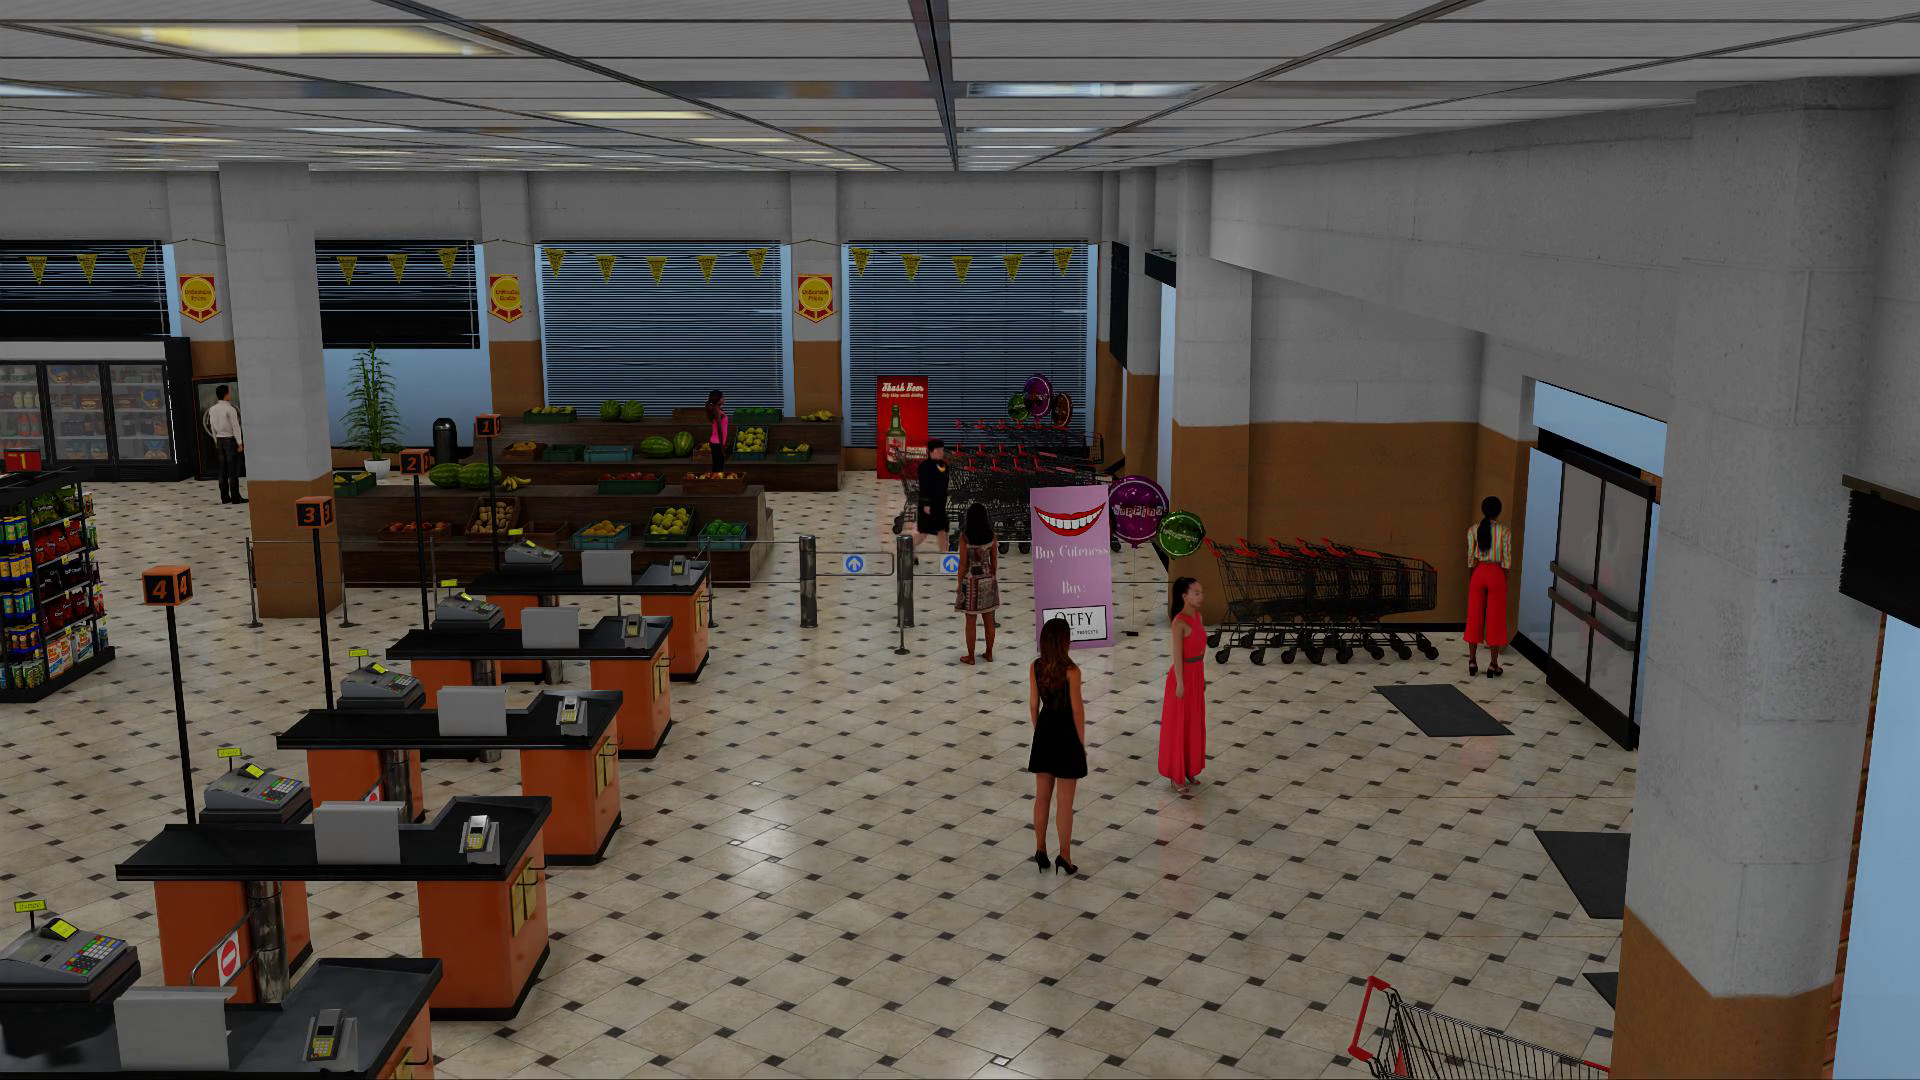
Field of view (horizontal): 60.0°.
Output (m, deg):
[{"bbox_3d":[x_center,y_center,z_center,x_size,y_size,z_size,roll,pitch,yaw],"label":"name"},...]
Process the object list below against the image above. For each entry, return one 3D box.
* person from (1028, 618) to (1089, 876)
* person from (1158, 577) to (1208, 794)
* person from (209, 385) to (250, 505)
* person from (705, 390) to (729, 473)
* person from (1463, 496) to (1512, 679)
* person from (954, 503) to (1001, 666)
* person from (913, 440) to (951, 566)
[{"bbox_3d":[0.666,1.431,11.522,0.627,1.835,0.724,8,14,32],"label":"person"},{"bbox_3d":[1.794,1.134,13.197,0.746,1.728,0.712,8,15,35],"label":"person"},{"bbox_3d":[-11.143,-1.455,25.287,0.638,1.812,0.792,5,13,21],"label":"person"},{"bbox_3d":[-3.708,-1.441,25.432,0.638,1.723,0.631,-4,12,-18],"label":"person"},{"bbox_3d":[5.166,0.451,16.281,0.641,1.792,0.745,7,14,32],"label":"person"},{"bbox_3d":[0.178,0.429,16.741,0.638,1.645,0.784,-6,13,-26],"label":"person"},{"bbox_3d":[-0.393,-0.410,20.743,1.119,1.639,1.139,-10,15,-38],"label":"person"}]
